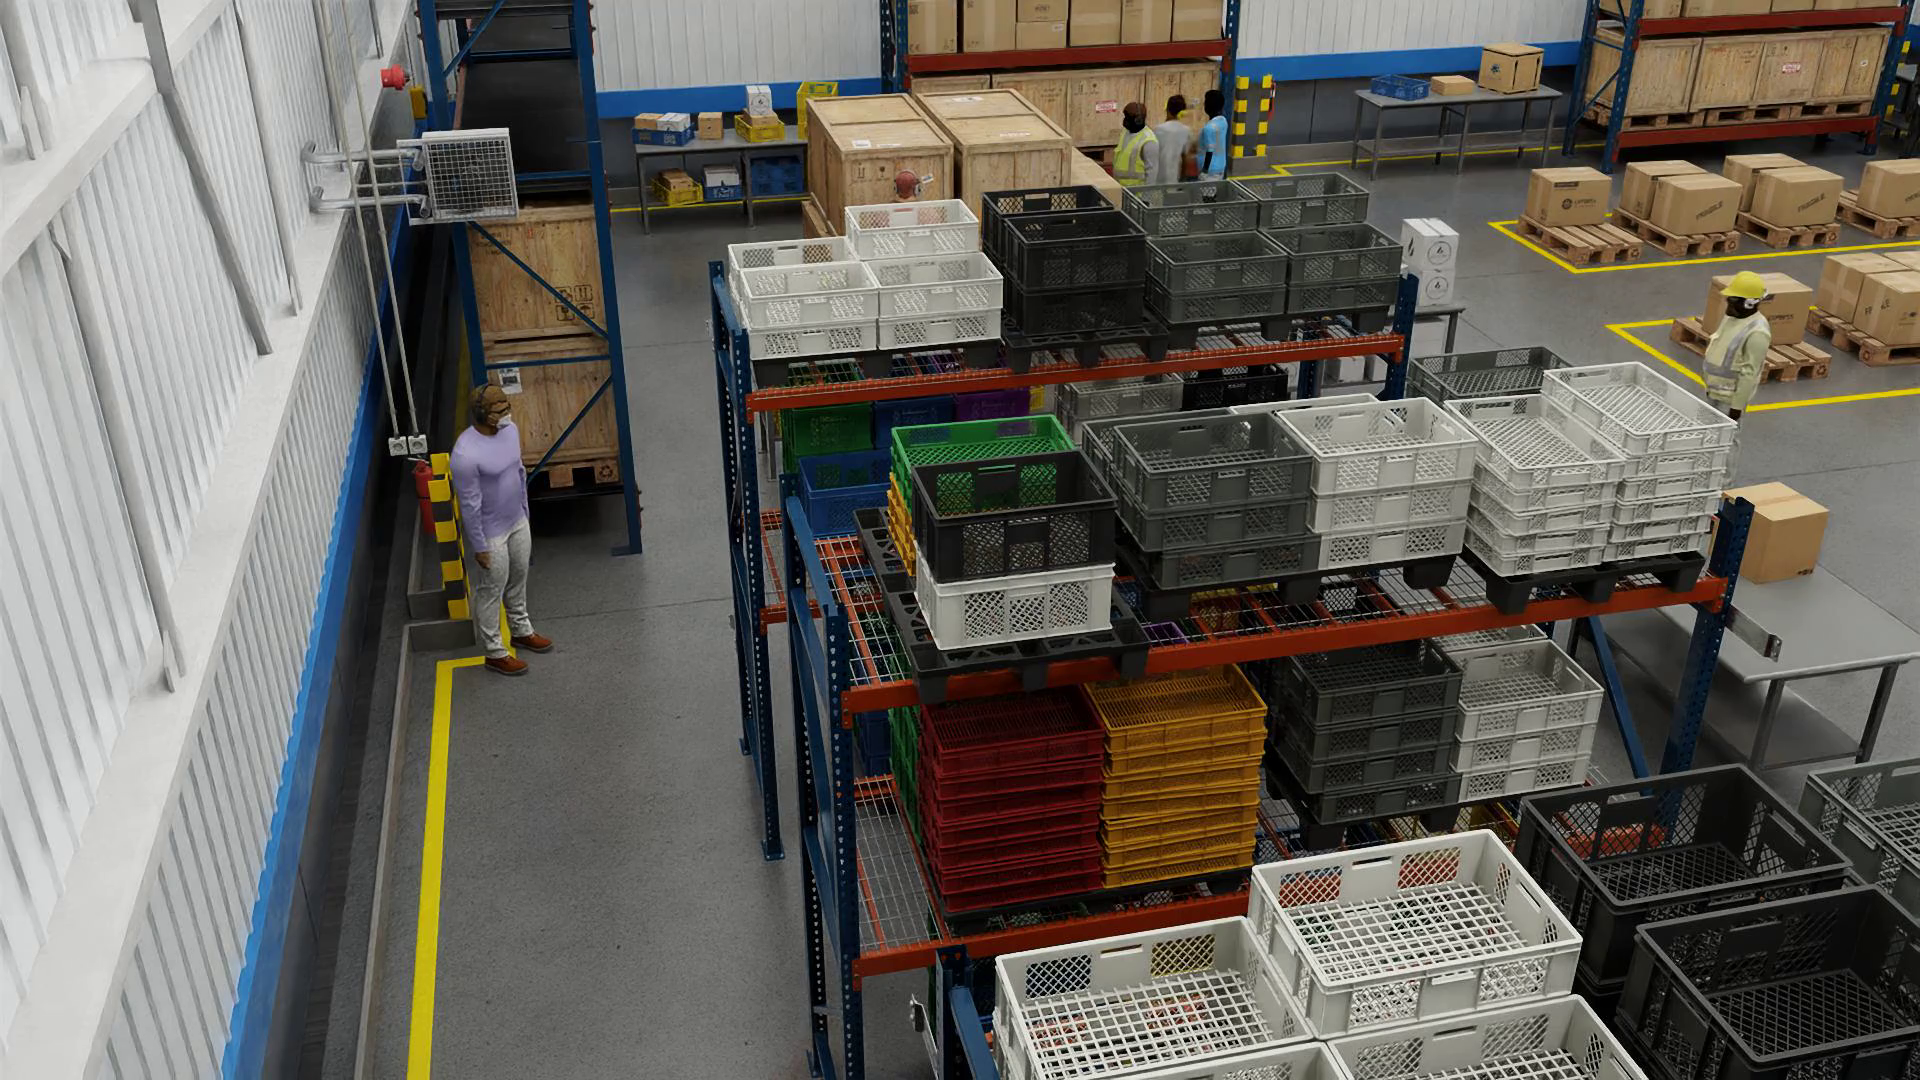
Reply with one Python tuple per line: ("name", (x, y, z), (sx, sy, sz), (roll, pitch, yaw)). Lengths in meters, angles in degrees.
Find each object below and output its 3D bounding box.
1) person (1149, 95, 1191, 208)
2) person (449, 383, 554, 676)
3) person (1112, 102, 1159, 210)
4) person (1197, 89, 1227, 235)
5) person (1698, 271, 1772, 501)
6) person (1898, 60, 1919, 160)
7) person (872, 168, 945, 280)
("person", (2.083, -3.784, 17.572), (0.601, 1.797, 0.694), (-12, 30, -22))
("person", (-2.882, -0.083, 10.414), (0.363, 1.932, 0.629), (9, 29, 17))
("person", (1.779, -3.593, 17.162), (0.429, 1.841, 0.634), (-11, 30, -21))
("person", (2.742, -4.074, 18.225), (0.316, 1.695, 0.541), (12, 30, 21))
("person", (5.780, -1.140, 12.531), (0.403, 1.826, 0.595), (1, 28, 3))
("person", (11.809, -5.232, 20.194), (0.588, 1.915, 0.398), (7, 29, 12))
("person", (-0.438, -2.340, 14.711), (0.642, 1.913, 0.408), (6, 28, 12))
